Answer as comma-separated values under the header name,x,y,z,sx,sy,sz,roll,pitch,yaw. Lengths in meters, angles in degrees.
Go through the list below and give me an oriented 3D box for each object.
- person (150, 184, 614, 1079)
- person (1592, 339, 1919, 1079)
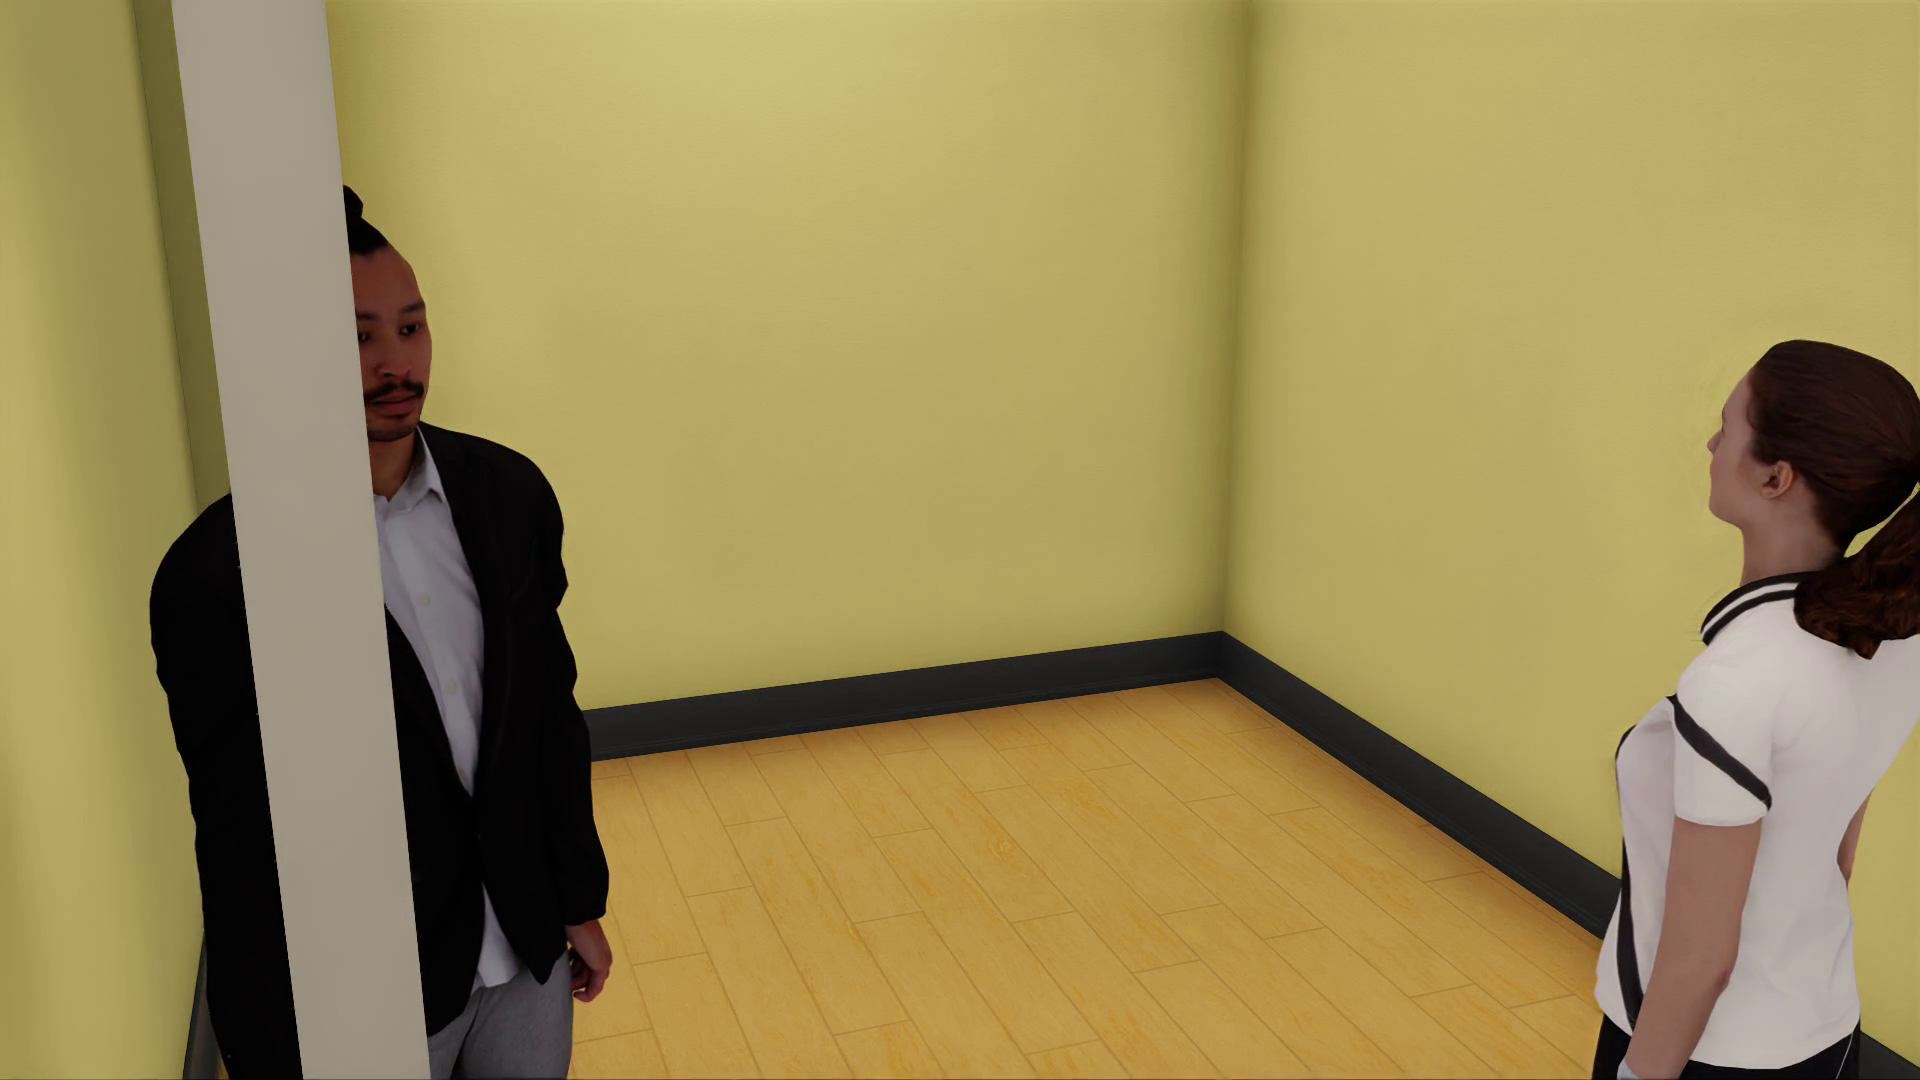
name,x,y,z,sx,sy,sz,roll,pitch,yaw
person,-0.715,0.488,2.148,0.862,1.952,0.744,12,20,36
person,0.927,0.629,2.012,0.595,1.753,0.691,-11,19,-35
